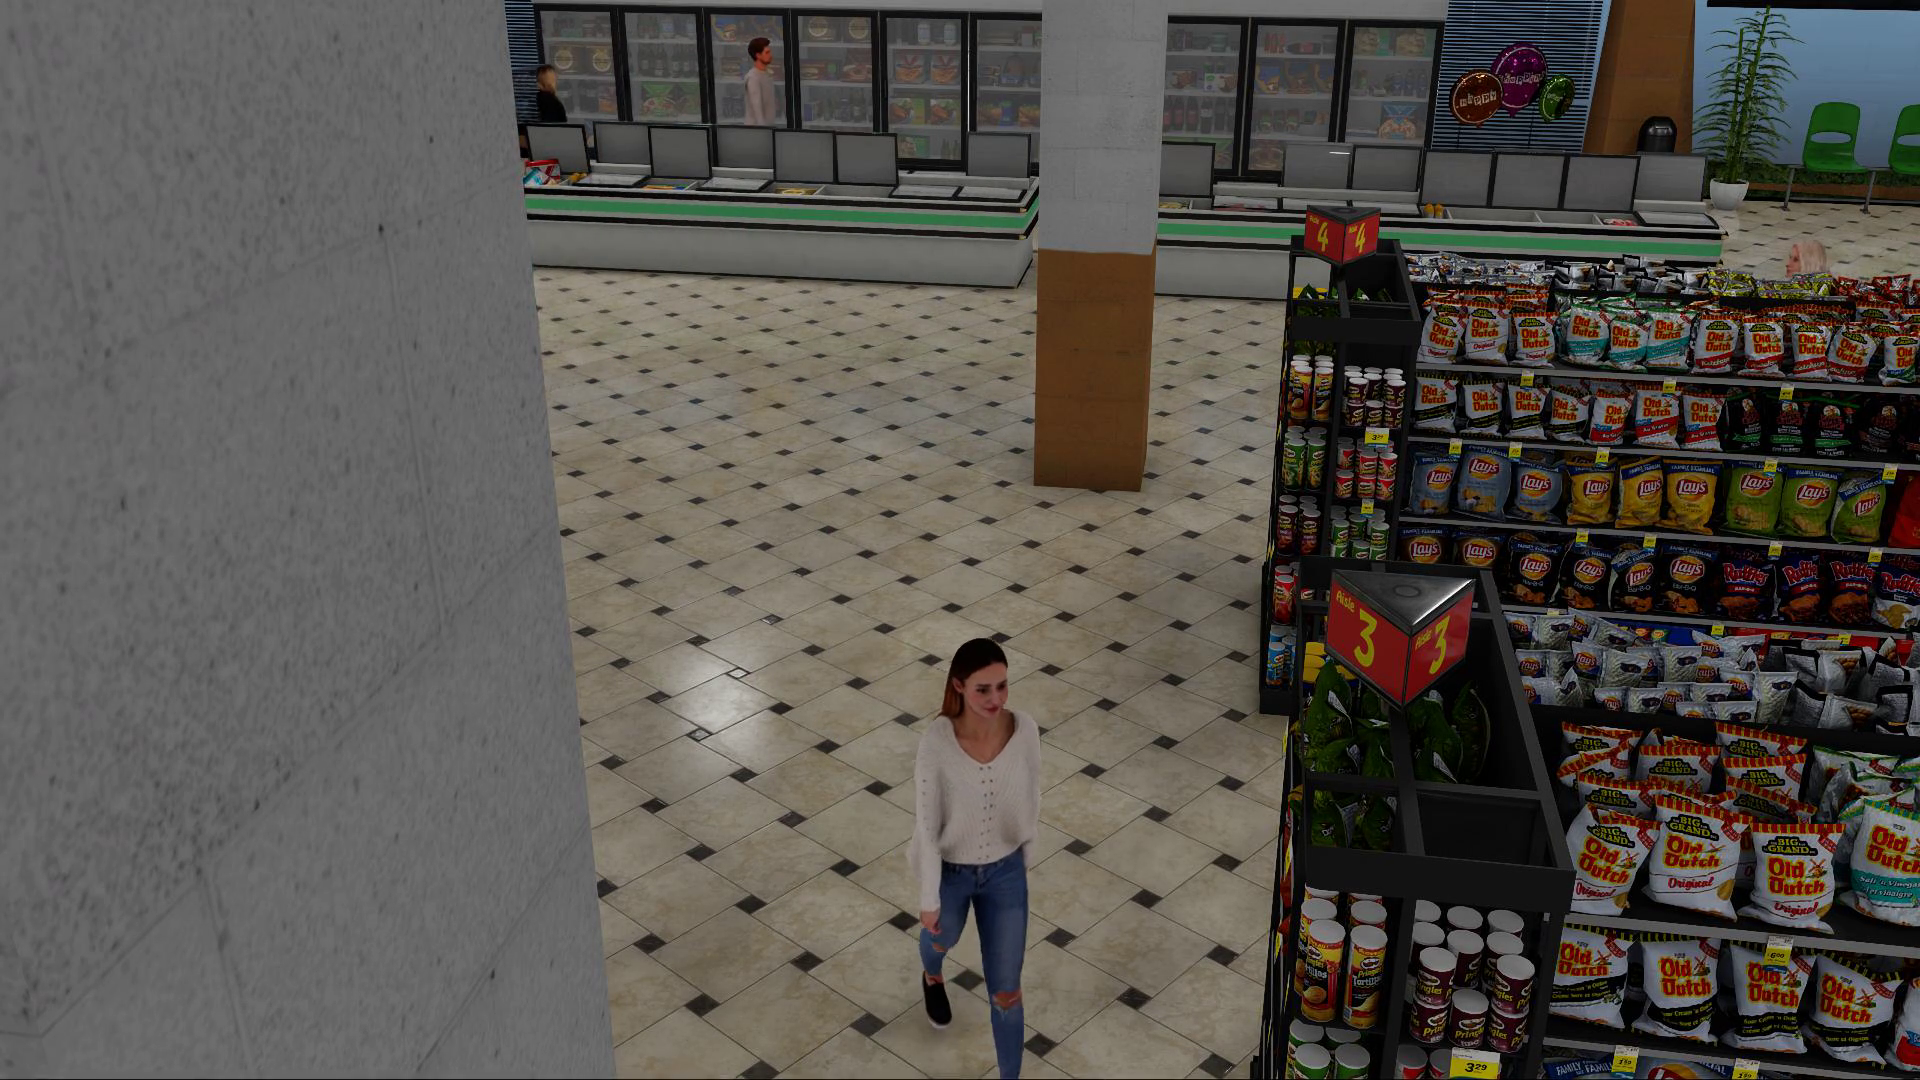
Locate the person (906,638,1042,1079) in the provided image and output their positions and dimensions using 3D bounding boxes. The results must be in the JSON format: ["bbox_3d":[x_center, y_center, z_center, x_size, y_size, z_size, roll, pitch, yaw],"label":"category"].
[{"bbox_3d":[0.000,1.074,5.503,1.147,1.648,0.980,-6,24,-13],"label":"person"}]

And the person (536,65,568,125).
[{"bbox_3d":[-4.285,-4.013,17.113,0.804,1.661,0.751,-15,28,-30],"label":"person"}]

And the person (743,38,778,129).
[{"bbox_3d":[-2.184,-4.275,17.478,1.215,1.847,0.716,5,24,12],"label":"person"}]
